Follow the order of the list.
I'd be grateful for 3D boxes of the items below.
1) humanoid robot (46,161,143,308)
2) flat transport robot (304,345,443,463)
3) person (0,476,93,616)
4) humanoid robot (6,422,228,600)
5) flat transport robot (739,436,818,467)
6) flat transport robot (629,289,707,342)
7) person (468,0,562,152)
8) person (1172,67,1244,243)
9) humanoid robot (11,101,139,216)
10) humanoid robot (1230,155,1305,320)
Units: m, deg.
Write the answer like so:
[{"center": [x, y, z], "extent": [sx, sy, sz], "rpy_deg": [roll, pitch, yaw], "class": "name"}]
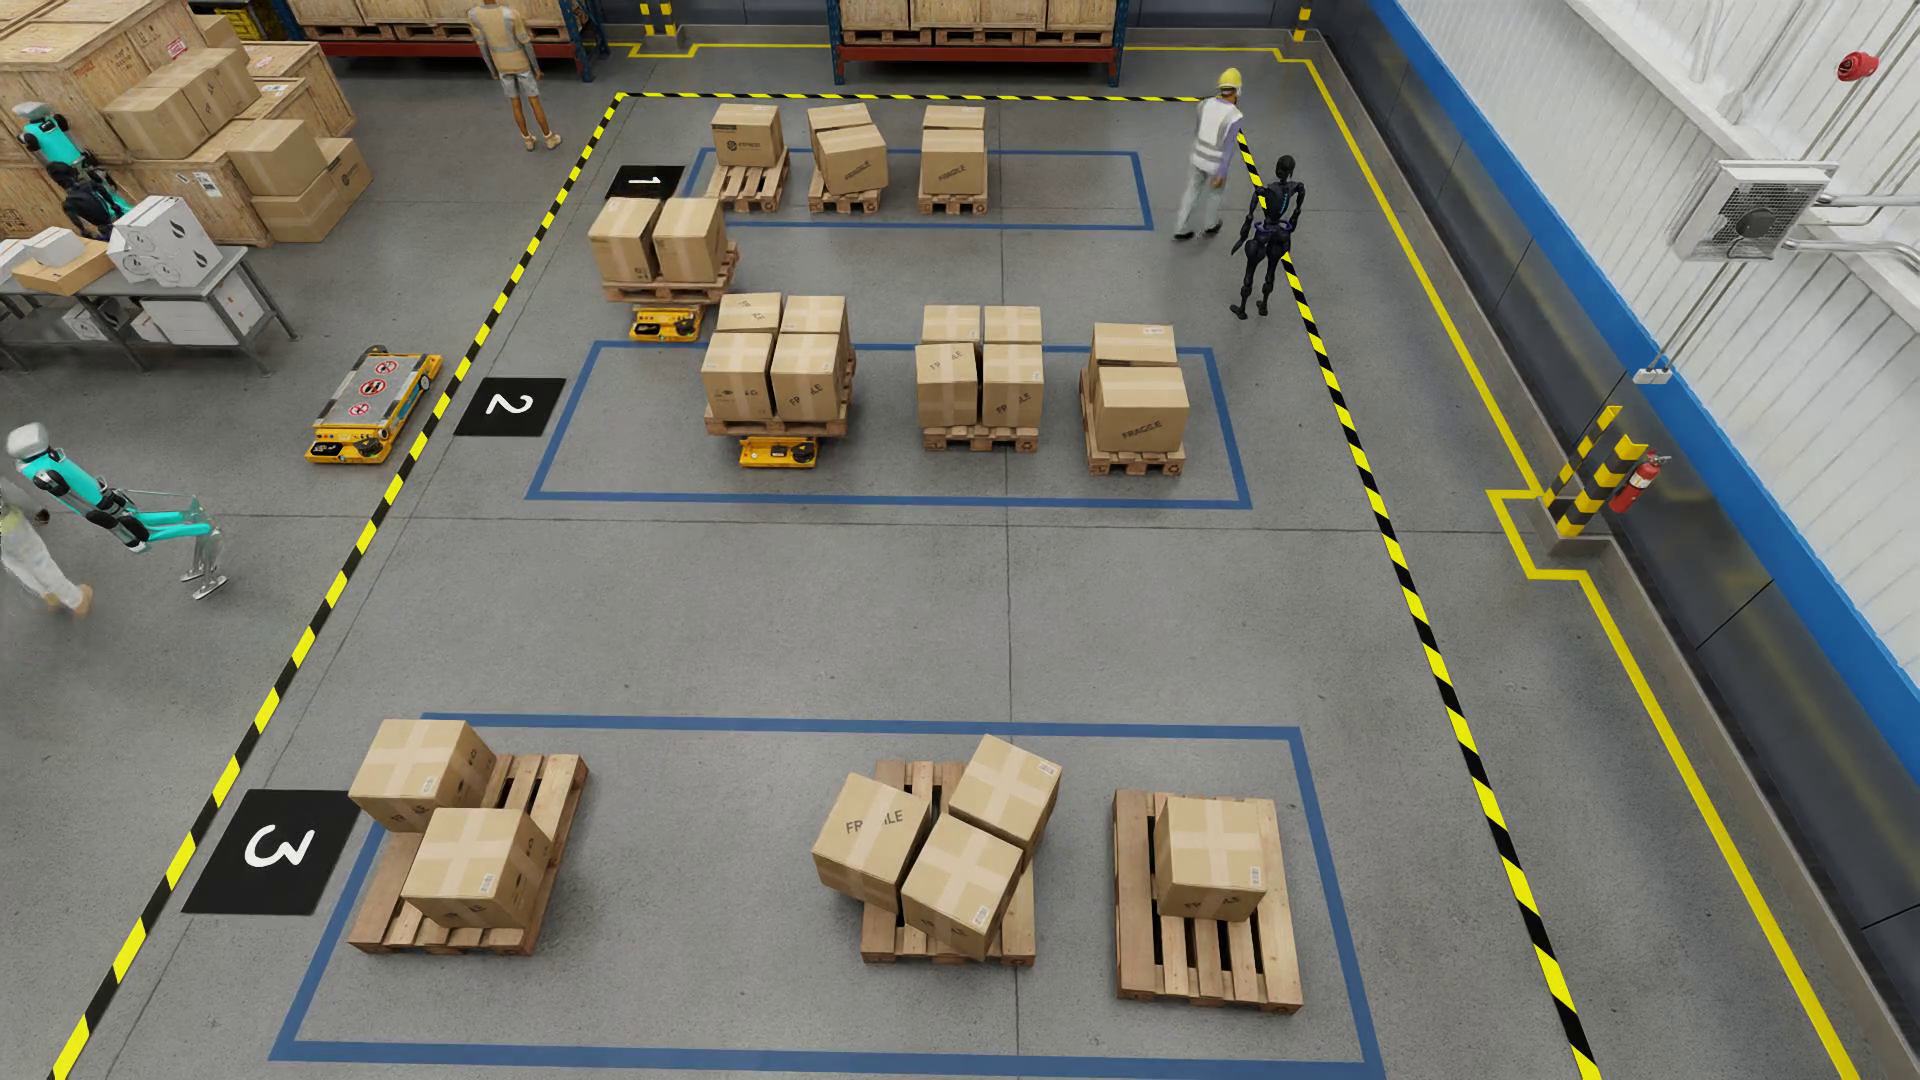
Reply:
[{"center": [-8.171, -2.852, 8.865], "extent": [0.631, 1.640, 0.592], "rpy_deg": [-1, 50, -1], "class": "humanoid robot"}, {"center": [-5.383, -1.269, 8.441], "extent": [0.659, 0.231, 1.431], "rpy_deg": [1, 50, 1], "class": "flat transport robot"}, {"center": [-6.860, -0.141, 6.464], "extent": [0.657, 1.826, 0.548], "rpy_deg": [-19, 52, -15], "class": "person"}, {"center": [-5.794, -0.246, 6.528], "extent": [0.735, 1.672, 0.533], "rpy_deg": [-36, 58, -26], "class": "humanoid robot"}, {"center": [-1.582, -1.235, 8.394], "extent": [0.652, 0.197, 1.431], "rpy_deg": [1, 50, 1], "class": "flat transport robot"}, {"center": [-2.951, -2.580, 9.532], "extent": [0.652, 0.197, 1.431], "rpy_deg": [1, 50, 1], "class": "flat transport robot"}, {"center": [-5.390, -5.743, 11.067], "extent": [0.614, 2.040, 0.379], "rpy_deg": [-3, 50, -2], "class": "person"}, {"center": [2.702, -4.073, 9.817], "extent": [0.781, 1.785, 0.611], "rpy_deg": [-33, 57, -25], "class": "person"}, {"center": [-8.717, -3.549, 9.459], "extent": [0.737, 1.866, 0.541], "rpy_deg": [1, 50, 1], "class": "humanoid robot"}, {"center": [2.978, -2.927, 8.914], "extent": [0.599, 1.653, 0.315], "rpy_deg": [-7, 50, -6], "class": "humanoid robot"}]
